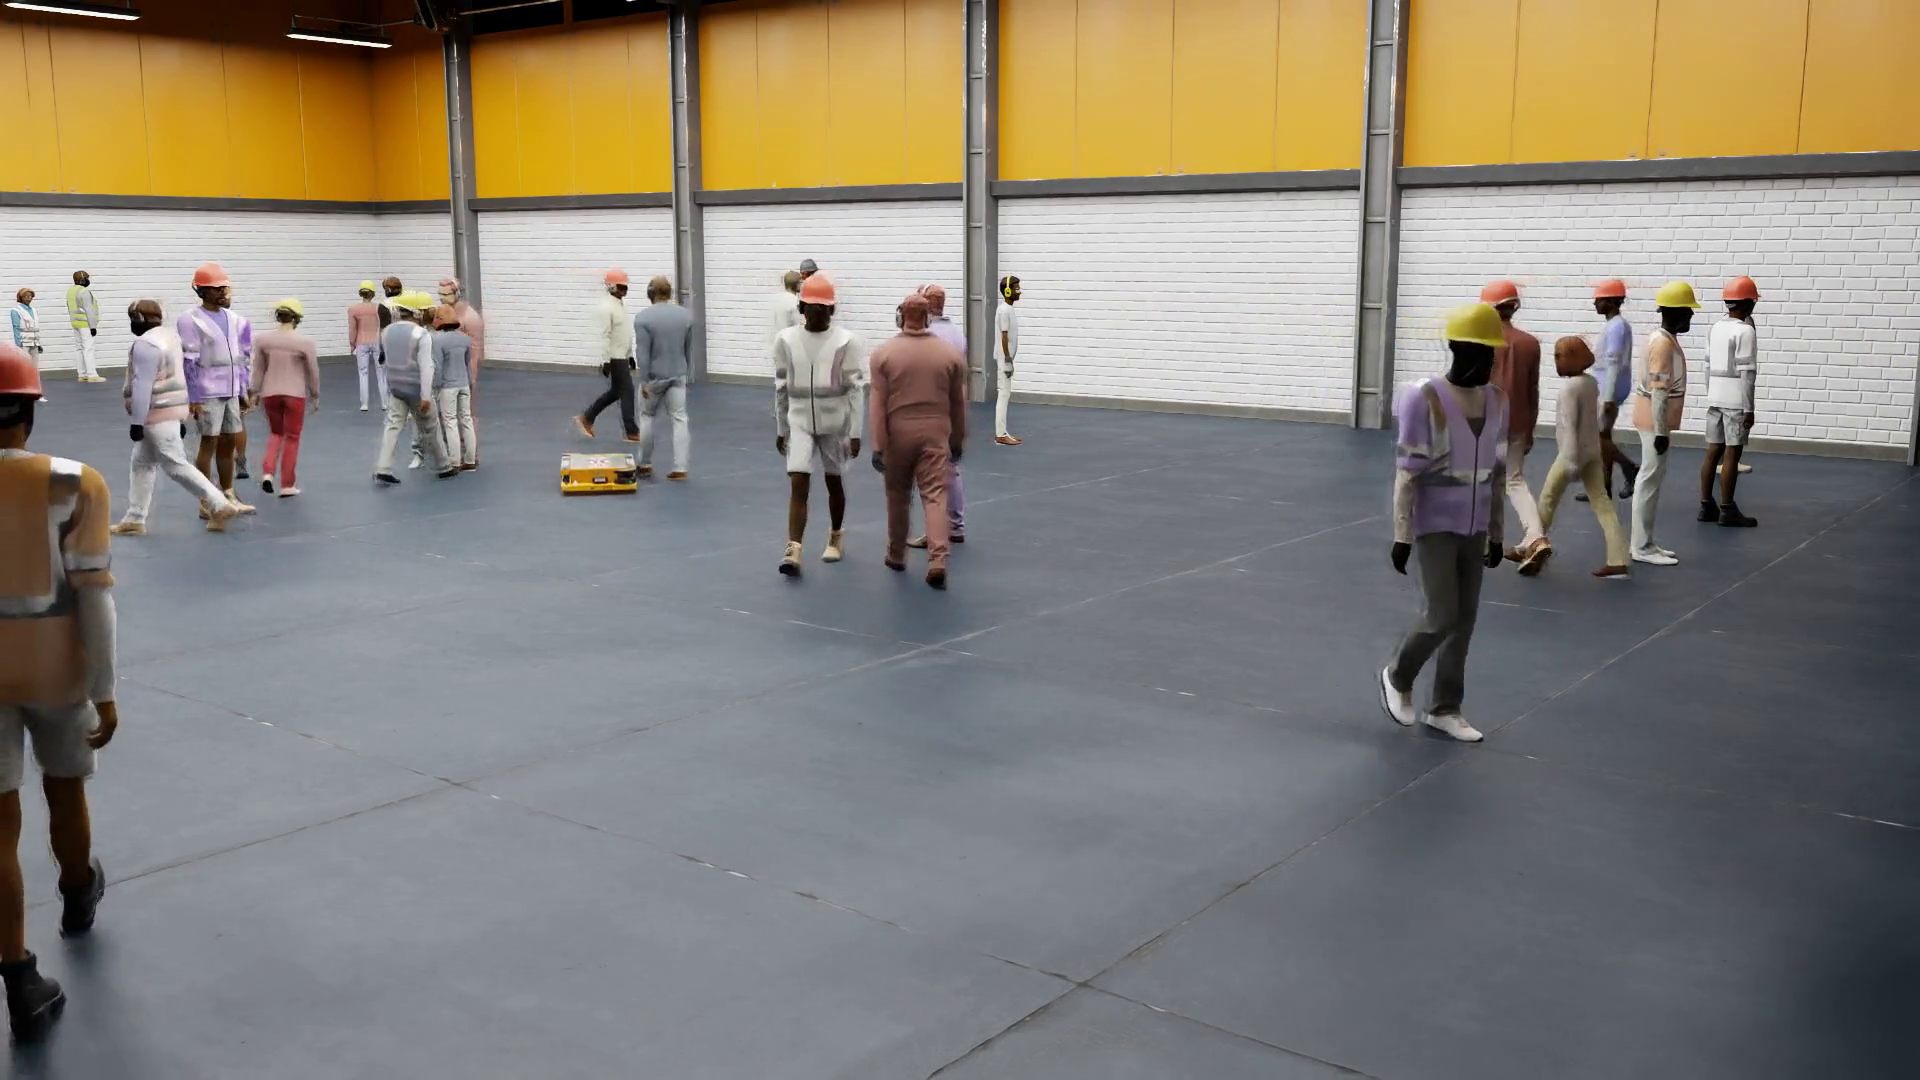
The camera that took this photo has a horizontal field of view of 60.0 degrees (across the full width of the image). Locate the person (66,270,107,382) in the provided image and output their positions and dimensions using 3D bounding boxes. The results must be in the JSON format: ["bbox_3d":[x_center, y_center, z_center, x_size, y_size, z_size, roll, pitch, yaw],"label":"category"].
[{"bbox_3d":[-14.472,-3.527,27.519,0.622,1.844,0.429,7,12,35],"label":"person"}]

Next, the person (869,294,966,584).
[{"bbox_3d":[-0.269,-0.656,10.781,0.662,1.860,1.006,-2,10,-13],"label":"person"}]

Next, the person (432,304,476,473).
[{"bbox_3d":[-4.896,-1.448,16.021,0.287,1.631,0.501,5,11,28],"label":"person"}]

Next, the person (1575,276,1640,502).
[{"bbox_3d":[5.504,-1.247,14.007,0.516,1.926,0.550,4,11,23],"label":"person"}]

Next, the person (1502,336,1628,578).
[{"bbox_3d":[4.008,-0.546,10.909,0.519,1.576,0.905,-8,13,-39],"label":"person"}]

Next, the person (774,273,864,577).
[{"bbox_3d":[-0.945,-0.768,11.061,0.617,1.975,1.072,1,10,7],"label":"person"}]

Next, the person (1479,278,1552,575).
[{"bbox_3d":[3.625,-0.760,11.092,0.625,1.963,0.940,-3,10,-16],"label":"person"}]

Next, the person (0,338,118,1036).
[{"bbox_3d":[-2.687,0.368,4.748,0.557,1.867,1.068,-4,10,-21],"label":"person"}]

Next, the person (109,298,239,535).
[{"bbox_3d":[-5.963,-0.920,12.510,0.921,1.787,0.648,-2,10,-14],"label":"person"}]

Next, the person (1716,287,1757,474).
[{"bbox_3d":[7.482,-1.554,16.021,0.507,1.846,0.344,-8,13,-40],"label":"person"}]

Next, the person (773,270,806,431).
[{"bbox_3d":[-1.966,-2.260,19.897,0.439,1.924,0.634,-4,11,-22],"label":"person"}]

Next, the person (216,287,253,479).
[{"bbox_3d":[-7.022,-1.553,15.872,0.535,1.902,0.912,-5,11,-26],"label":"person"}]

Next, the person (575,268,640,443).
[{"bbox_3d":[-3.922,-2.069,18.676,0.865,1.968,0.611,1,10,5],"label":"person"}]

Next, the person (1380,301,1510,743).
[{"bbox_3d":[2.125,-0.070,7.182,0.617,1.910,0.441,-5,11,-27],"label":"person"}]

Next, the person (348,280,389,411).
[{"bbox_3d":[-7.956,-2.616,22.436,0.533,1.767,0.324,-3,10,-17],"label":"person"}]

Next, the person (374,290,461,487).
[{"bbox_3d":[-5.026,-1.388,15.226,0.585,1.790,0.930,4,11,22],"label":"person"}]

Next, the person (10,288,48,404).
[{"bbox_3d":[-13.244,-2.757,23.627,0.315,1.638,0.515,1,10,7],"label":"person"}]

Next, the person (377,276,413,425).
[{"bbox_3d":[-6.993,-2.347,20.669,0.429,1.838,0.621,4,11,24],"label":"person"}]

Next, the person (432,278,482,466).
[{"bbox_3d":[-4.980,-1.629,16.352,0.668,1.879,0.484,6,12,33],"label":"person"}]

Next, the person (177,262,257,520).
[{"bbox_3d":[-5.906,-1.182,13.275,0.381,2.041,0.616,3,10,15],"label":"person"}]

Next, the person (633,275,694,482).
[{"bbox_3d":[-2.812,-1.510,15.576,0.628,1.902,0.885,-7,12,-35],"label":"person"}]

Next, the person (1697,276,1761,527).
[{"bbox_3d":[6.011,-1.074,12.943,0.348,1.943,0.542,-2,10,-9],"label":"person"}]

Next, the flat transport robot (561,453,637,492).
[{"bbox_3d":[-3.312,-0.631,15.222,0.652,0.197,1.431,-2,10,-12],"label":"flat transport robot"}]

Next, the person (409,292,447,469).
[{"bbox_3d":[-5.239,-1.564,16.380,0.492,1.740,0.325,-2,10,-10],"label":"person"}]

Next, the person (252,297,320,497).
[{"bbox_3d":[-5.865,-1.243,14.502,0.551,1.739,0.418,1,10,3],"label":"person"}]

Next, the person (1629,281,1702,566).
[{"bbox_3d":[4.814,-0.801,11.398,0.384,1.928,0.589,4,11,23],"label":"person"}]

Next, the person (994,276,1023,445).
[{"bbox_3d":[0.538,-1.992,18.497,0.329,1.874,0.518,0,10,2],"label":"person"}]

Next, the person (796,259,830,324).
[{"bbox_3d":[-2.230,-3.219,25.142,0.537,2.000,0.682,-1,10,-8],"label":"person"}]

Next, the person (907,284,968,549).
[{"bbox_3d":[-0.190,-0.888,12.013,0.404,1.893,0.649,6,11,29],"label":"person"}]
